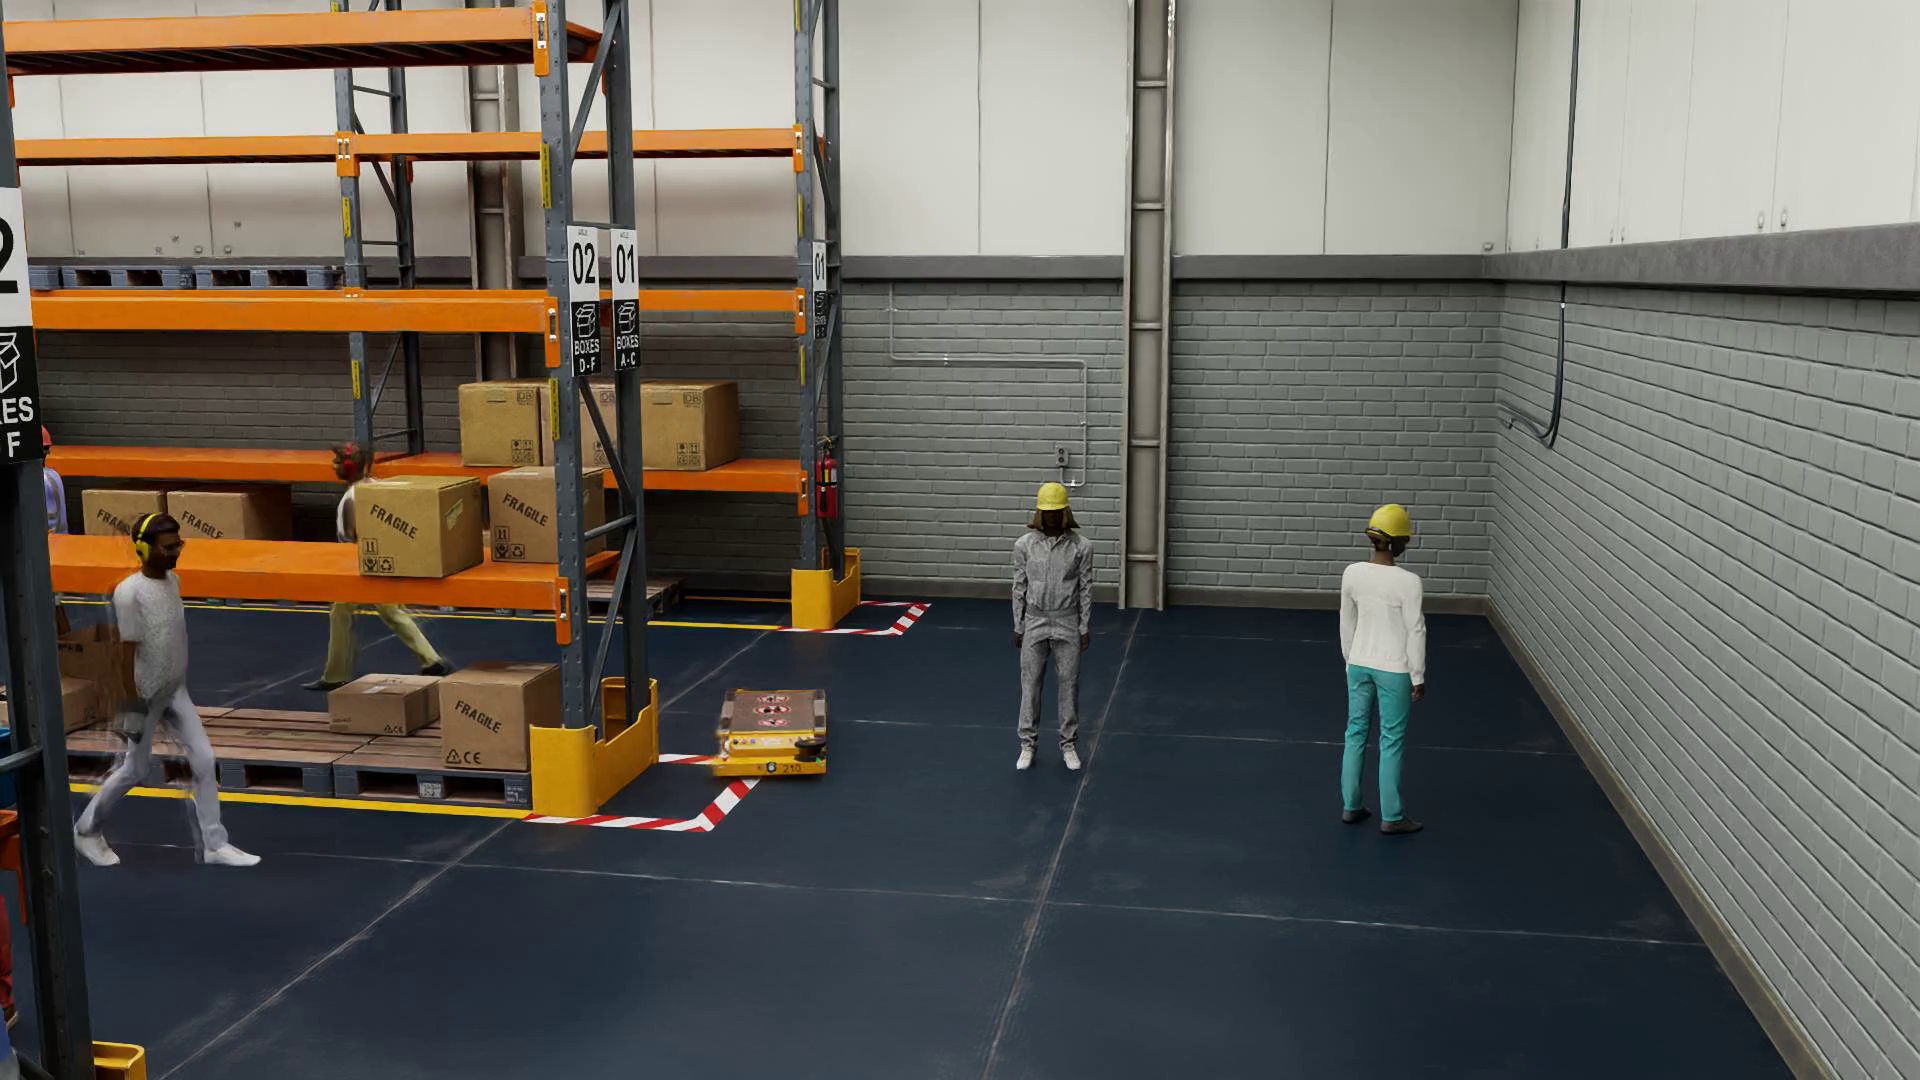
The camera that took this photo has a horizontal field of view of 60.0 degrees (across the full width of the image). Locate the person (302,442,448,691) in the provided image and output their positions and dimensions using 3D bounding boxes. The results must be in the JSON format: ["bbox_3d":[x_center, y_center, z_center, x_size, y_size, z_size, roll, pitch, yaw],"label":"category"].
[{"bbox_3d":[-4.187,0.189,11.866,0.964,1.805,0.581,0,9,1],"label":"person"}]

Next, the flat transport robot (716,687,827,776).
[{"bbox_3d":[-1.172,1.179,10.443,0.652,0.197,1.431,-1,9,-5],"label":"flat transport robot"}]

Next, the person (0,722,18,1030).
[{"bbox_3d":[-3.964,0.987,6.357,0.608,1.986,0.413,-1,9,-4],"label":"person"}]

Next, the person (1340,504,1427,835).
[{"bbox_3d":[2.261,0.686,8.884,0.315,1.769,0.525,-8,12,-39],"label":"person"}]

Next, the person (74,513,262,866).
[{"bbox_3d":[-4.053,0.758,8.288,0.939,1.825,0.532,1,9,9],"label":"person"}]

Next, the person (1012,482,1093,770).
[{"bbox_3d":[0.554,0.520,9.981,0.487,1.744,0.297,0,9,2],"label":"person"}]

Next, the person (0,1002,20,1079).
[{"bbox_3d":[-1.913,1.473,3.185,0.777,2.021,0.641,2,9,9],"label":"person"}]
